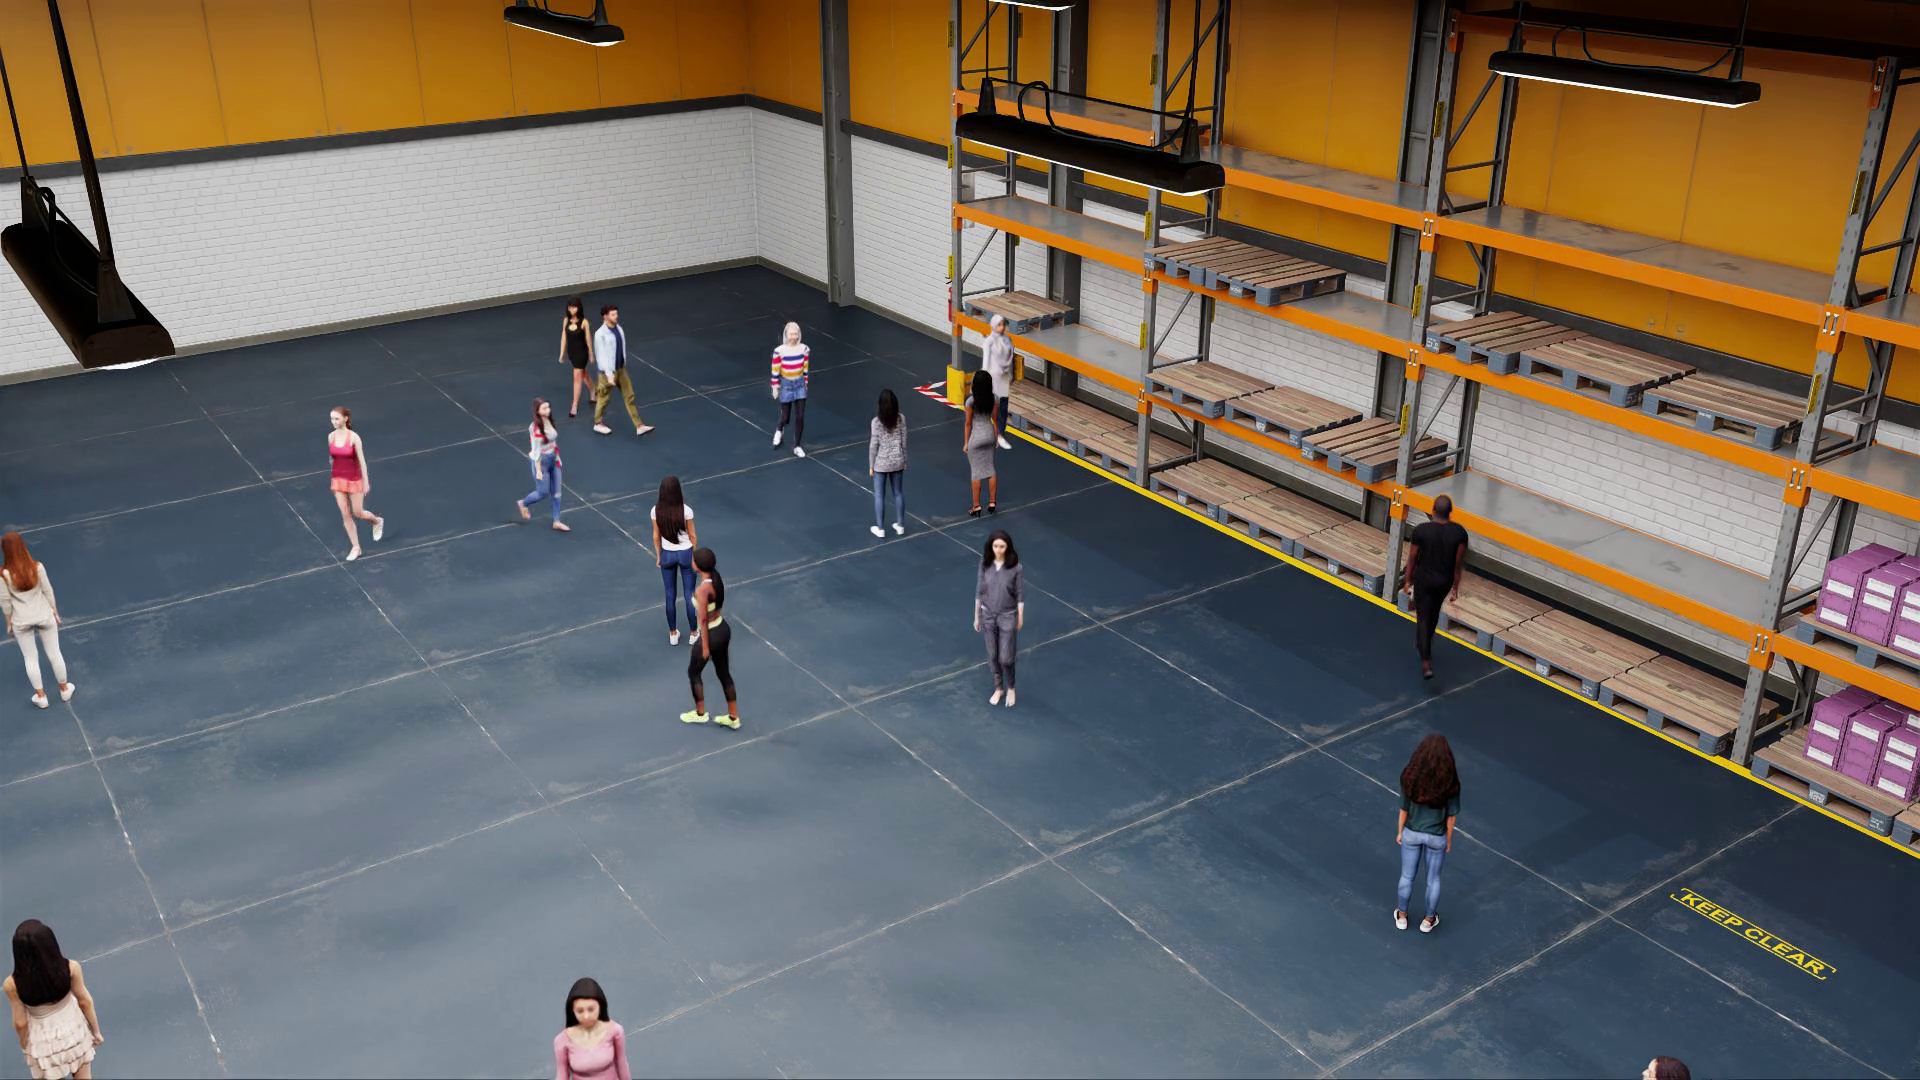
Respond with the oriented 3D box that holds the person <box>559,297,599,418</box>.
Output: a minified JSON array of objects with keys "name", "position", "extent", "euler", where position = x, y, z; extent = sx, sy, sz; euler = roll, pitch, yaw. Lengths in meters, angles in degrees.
[{"name":"person","position":[-5.203,-2.545,22.848],"extent":[1.053,1.605,0.986],"euler":[9,25,20]}]

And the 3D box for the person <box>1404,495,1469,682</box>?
[{"name":"person","position":[4.476,0.472,15.724],"extent":[1.163,1.783,1.264],"euler":[3,24,6]}]

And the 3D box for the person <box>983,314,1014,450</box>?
[{"name":"person","position":[0.442,-2.073,21.571],"extent":[0.609,1.762,0.883],"euler":[-16,29,-33]}]

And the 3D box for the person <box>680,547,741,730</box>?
[{"name":"person","position":[-2.119,0.905,14.794],"extent":[0.906,1.735,0.810],"euler":[9,25,20]}]

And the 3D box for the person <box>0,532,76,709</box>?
[{"name":"person","position":[-8.492,0.725,15.231],"extent":[0.600,1.713,0.545],"euler":[-15,27,-30]}]

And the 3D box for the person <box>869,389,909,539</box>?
[{"name":"person","position":[-0.810,-0.876,18.873],"extent":[0.645,1.731,0.575],"euler":[-11,26,-24]}]

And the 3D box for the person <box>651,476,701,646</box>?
[{"name":"person","position":[-2.778,0.199,16.359],"extent":[0.663,1.774,0.712],"euler":[3,24,6]}]

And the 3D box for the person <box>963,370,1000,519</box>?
[{"name":"person","position":[0.254,-1.128,19.387],"extent":[0.629,1.781,0.587],"euler":[-10,26,-22]}]

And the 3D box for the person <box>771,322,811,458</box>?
[{"name":"person","position":[-2.172,-1.955,21.278],"extent":[0.774,1.781,0.988],"euler":[-9,25,-19]}]

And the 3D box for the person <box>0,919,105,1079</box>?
[{"name":"person","position":[-5.397,3.018,9.960],"extent":[0.594,1.735,0.533],"euler":[-14,27,-28]}]

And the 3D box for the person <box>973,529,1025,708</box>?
[{"name":"person","position":[0.383,0.677,15.299],"extent":[0.707,1.748,0.782],"euler":[8,25,18]}]

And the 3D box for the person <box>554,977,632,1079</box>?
[{"name":"person","position":[-2.084,3.200,9.550],"extent":[0.713,1.730,0.906],"euler":[-8,25,-17]}]

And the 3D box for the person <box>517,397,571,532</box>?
[{"name":"person","position":[-4.807,-0.873,19.032],"extent":[1.004,1.597,0.863],"euler":[11,26,23]}]

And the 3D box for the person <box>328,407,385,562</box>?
[{"name":"person","position":[-6.708,-0.657,18.364],"extent":[0.865,1.738,0.913],"euler":[5,24,11]}]

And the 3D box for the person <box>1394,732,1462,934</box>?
[{"name":"person","position":[3.393,2.132,12.134],"extent":[0.695,1.617,0.772],"euler":[8,25,18]}]

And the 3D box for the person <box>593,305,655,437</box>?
[{"name":"person","position":[-4.647,-2.201,21.864],"extent":[1.264,1.764,0.988],"euler":[14,27,29]}]
